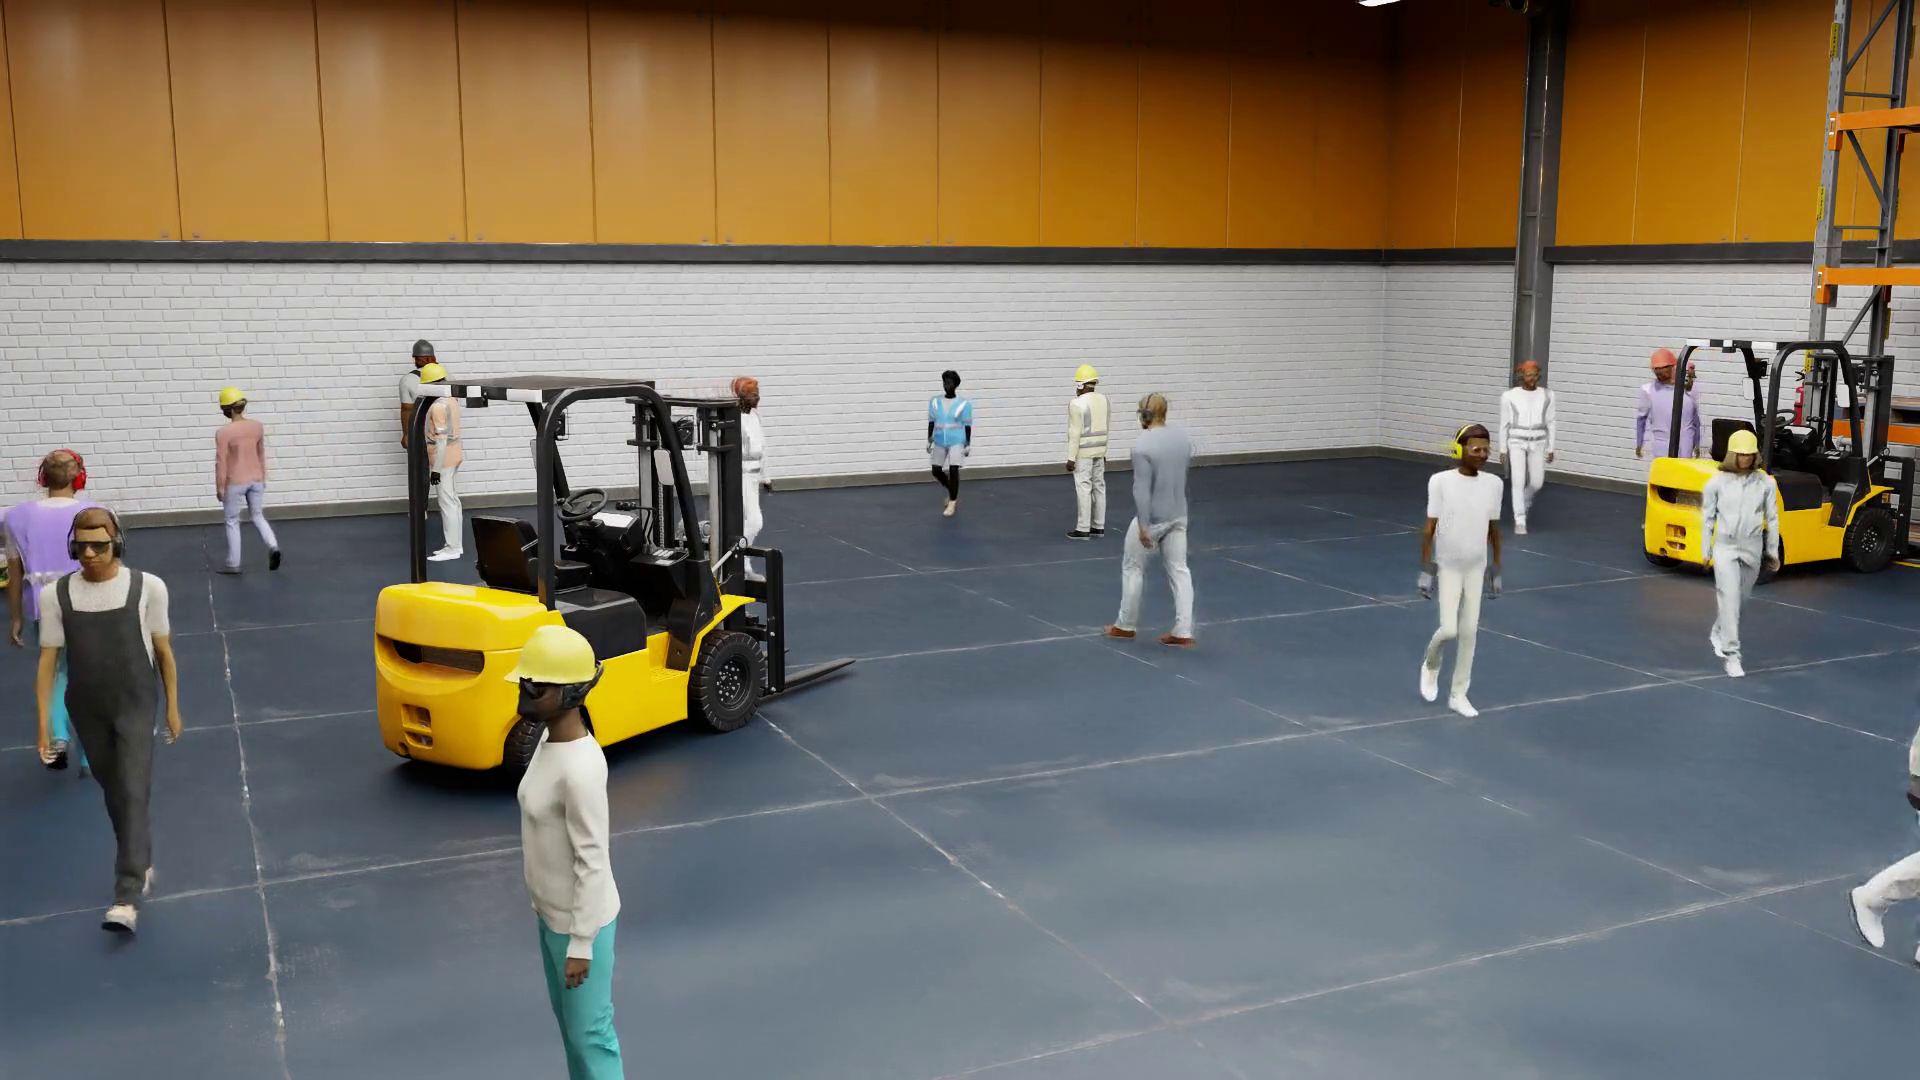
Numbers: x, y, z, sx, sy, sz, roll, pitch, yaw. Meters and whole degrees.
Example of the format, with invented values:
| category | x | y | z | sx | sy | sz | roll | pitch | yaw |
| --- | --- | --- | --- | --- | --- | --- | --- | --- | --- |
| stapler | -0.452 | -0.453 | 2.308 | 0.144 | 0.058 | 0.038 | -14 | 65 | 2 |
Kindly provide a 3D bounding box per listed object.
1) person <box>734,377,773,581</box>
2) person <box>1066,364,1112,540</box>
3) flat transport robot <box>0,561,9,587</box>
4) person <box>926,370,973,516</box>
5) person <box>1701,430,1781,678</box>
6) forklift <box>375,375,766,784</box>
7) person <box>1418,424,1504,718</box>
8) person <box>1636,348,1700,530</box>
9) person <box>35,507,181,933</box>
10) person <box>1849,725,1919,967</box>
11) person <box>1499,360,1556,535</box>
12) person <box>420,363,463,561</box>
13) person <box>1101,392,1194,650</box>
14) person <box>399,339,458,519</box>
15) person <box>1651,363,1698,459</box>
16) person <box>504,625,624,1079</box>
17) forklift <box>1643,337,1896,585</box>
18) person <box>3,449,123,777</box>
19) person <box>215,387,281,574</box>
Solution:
| category | x | y | z | sx | sy | sz | roll | pitch | yaw |
| --- | --- | --- | --- | --- | --- | --- | --- | --- | --- |
| person | -1.895 | -0.524 | 14.883 | 0.414 | 1.870 | 0.586 | 3 | 10 | 16 |
| person | 1.323 | -0.915 | 17.399 | 0.591 | 1.834 | 0.404 | -9 | 13 | -43 |
| flat transport robot | -8.955 | 0.254 | 14.984 | 0.652 | 0.197 | 1.431 | -5 | 11 | -30 |
| person | -0.102 | -1.128 | 19.165 | 0.551 | 1.684 | 0.507 | 3 | 10 | 19 |
| person | 5.483 | 0.055 | 11.771 | 0.489 | 1.705 | 0.865 | 1 | 9 | 4 |
| forklift | -2.268 | 0.149 | 9.685 | 1.214 | 2.155 | 2.313 | 6 | 11 | 32 |
| person | 3.151 | 0.187 | 10.497 | 0.545 | 1.854 | 0.449 | -1 | 9 | -8 |
| person | 7.762 | -1.110 | 18.191 | 0.998 | 1.988 | 0.638 | -9 | 13 | -43 |
| person | -3.660 | 0.762 | 7.105 | 0.527 | 1.792 | 0.963 | -2 | 9 | -14 |
| person | 3.919 | 0.931 | 6.602 | 0.575 | 1.612 | 0.472 | -5 | 10 | -29 |
| person | 6.070 | -1.003 | 17.849 | 0.596 | 1.868 | 0.535 | 1 | 9 | 7 |
| person | -5.028 | -0.753 | 16.137 | 0.374 | 1.919 | 0.585 | -1 | 9 | -6 |
| person | 1.424 | -0.150 | 12.448 | 0.640 | 1.903 | 0.876 | -7 | 12 | -38 |
| person | -6.072 | -1.259 | 18.898 | 0.538 | 2.000 | 0.684 | 9 | 13 | 44 |
| person | 7.185 | -0.831 | 16.689 | 0.403 | 1.900 | 0.637 | -1 | 9 | -5 |
| person | -1.178 | 1.121 | 4.971 | 0.302 | 1.772 | 0.530 | -4 | 10 | -25 |
| forklift | 7.551 | -0.789 | 15.507 | 2.313 | 2.155 | 1.214 | -4 | 10 | -25 |
| person | -4.908 | 0.412 | 9.179 | 0.600 | 1.829 | 0.455 | -2 | 9 | -14 |
| person | -6.601 | -0.539 | 15.315 | 0.595 | 1.751 | 0.559 | 5 | 10 | 29 |
